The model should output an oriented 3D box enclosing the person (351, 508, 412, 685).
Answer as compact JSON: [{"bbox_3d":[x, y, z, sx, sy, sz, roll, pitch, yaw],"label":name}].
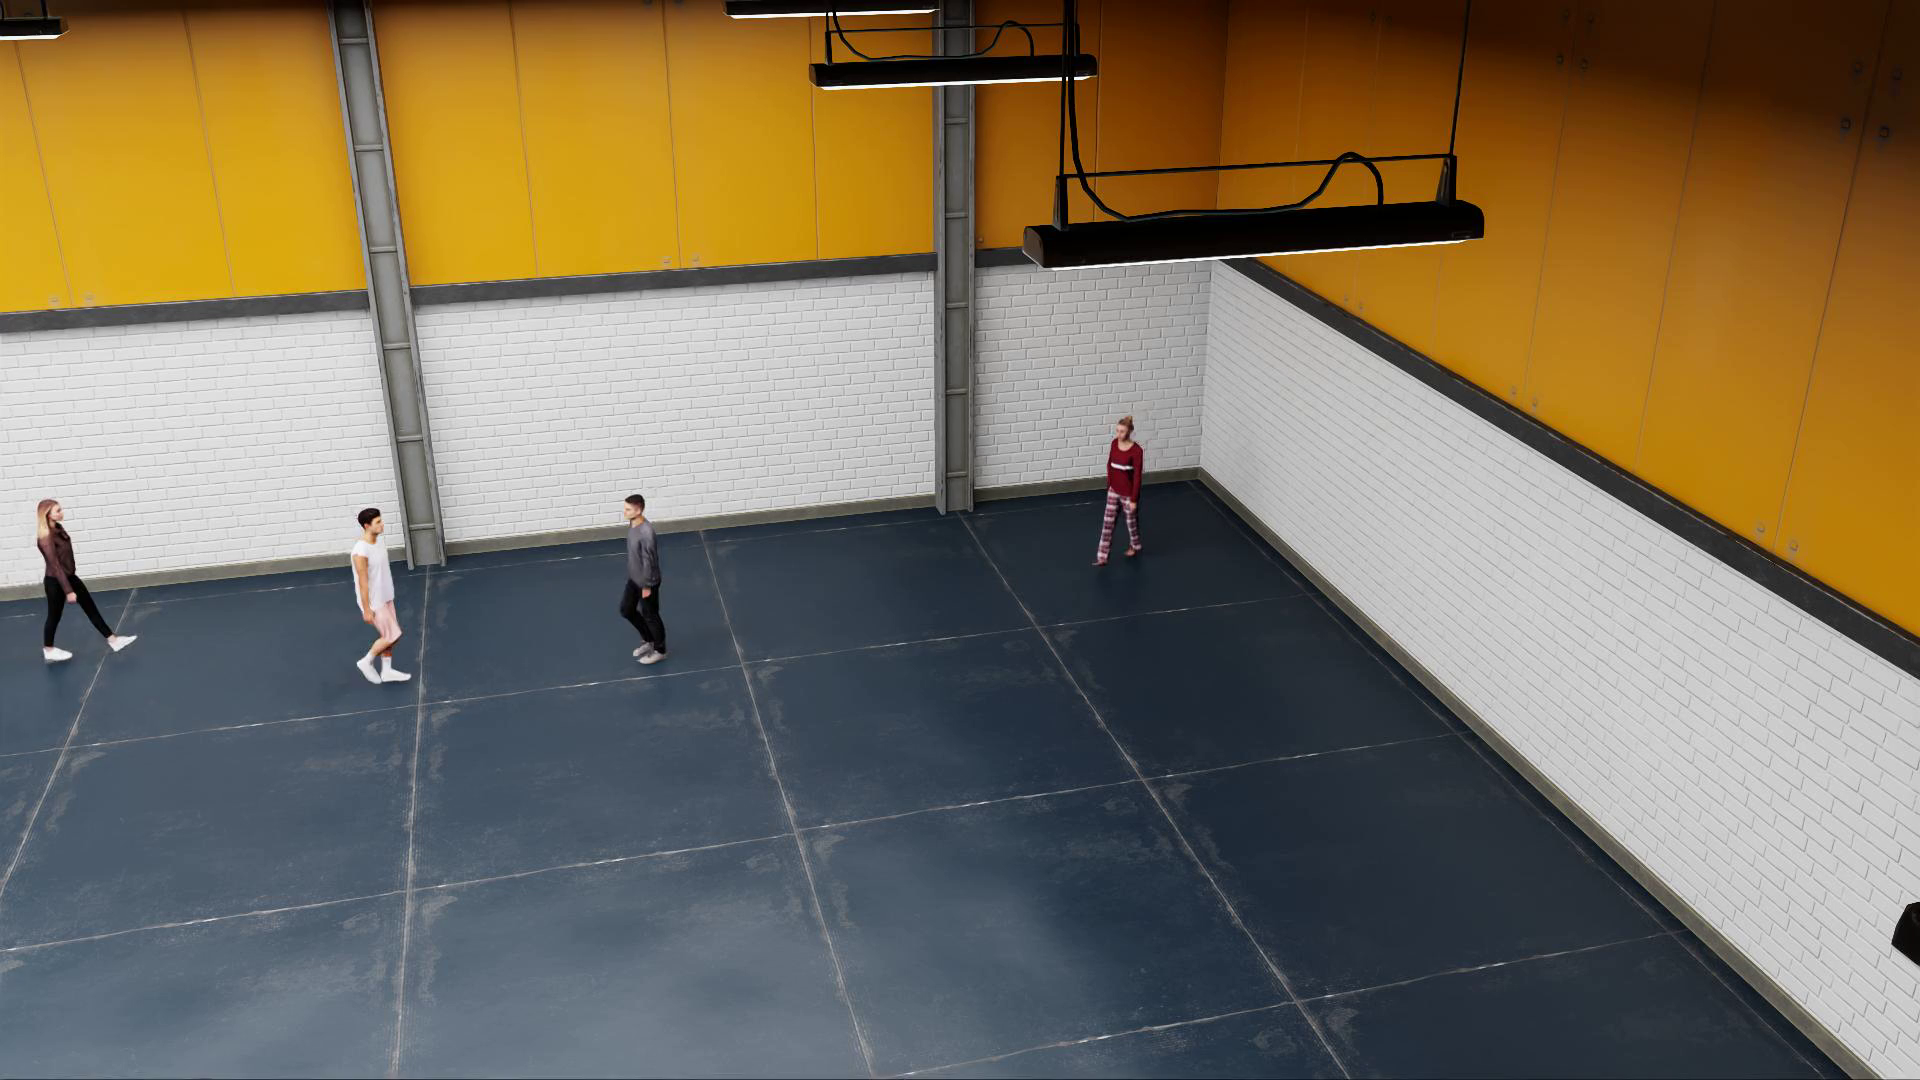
[{"bbox_3d":[-5.486,0.541,15.409,0.841,1.776,0.777,2,24,4],"label":"person"}]

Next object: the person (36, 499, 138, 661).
[{"bbox_3d":[-8.639,0.426,15.823,1.098,1.655,0.700,-4,24,-9],"label":"person"}]

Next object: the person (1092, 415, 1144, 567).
[{"bbox_3d":[1.824,-0.528,18.005,1.012,1.657,1.147,18,30,36],"label":"person"}]

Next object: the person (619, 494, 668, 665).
[{"bbox_3d":[-2.940,0.355,15.868,0.728,1.749,0.722,-15,28,-30],"label":"person"}]
